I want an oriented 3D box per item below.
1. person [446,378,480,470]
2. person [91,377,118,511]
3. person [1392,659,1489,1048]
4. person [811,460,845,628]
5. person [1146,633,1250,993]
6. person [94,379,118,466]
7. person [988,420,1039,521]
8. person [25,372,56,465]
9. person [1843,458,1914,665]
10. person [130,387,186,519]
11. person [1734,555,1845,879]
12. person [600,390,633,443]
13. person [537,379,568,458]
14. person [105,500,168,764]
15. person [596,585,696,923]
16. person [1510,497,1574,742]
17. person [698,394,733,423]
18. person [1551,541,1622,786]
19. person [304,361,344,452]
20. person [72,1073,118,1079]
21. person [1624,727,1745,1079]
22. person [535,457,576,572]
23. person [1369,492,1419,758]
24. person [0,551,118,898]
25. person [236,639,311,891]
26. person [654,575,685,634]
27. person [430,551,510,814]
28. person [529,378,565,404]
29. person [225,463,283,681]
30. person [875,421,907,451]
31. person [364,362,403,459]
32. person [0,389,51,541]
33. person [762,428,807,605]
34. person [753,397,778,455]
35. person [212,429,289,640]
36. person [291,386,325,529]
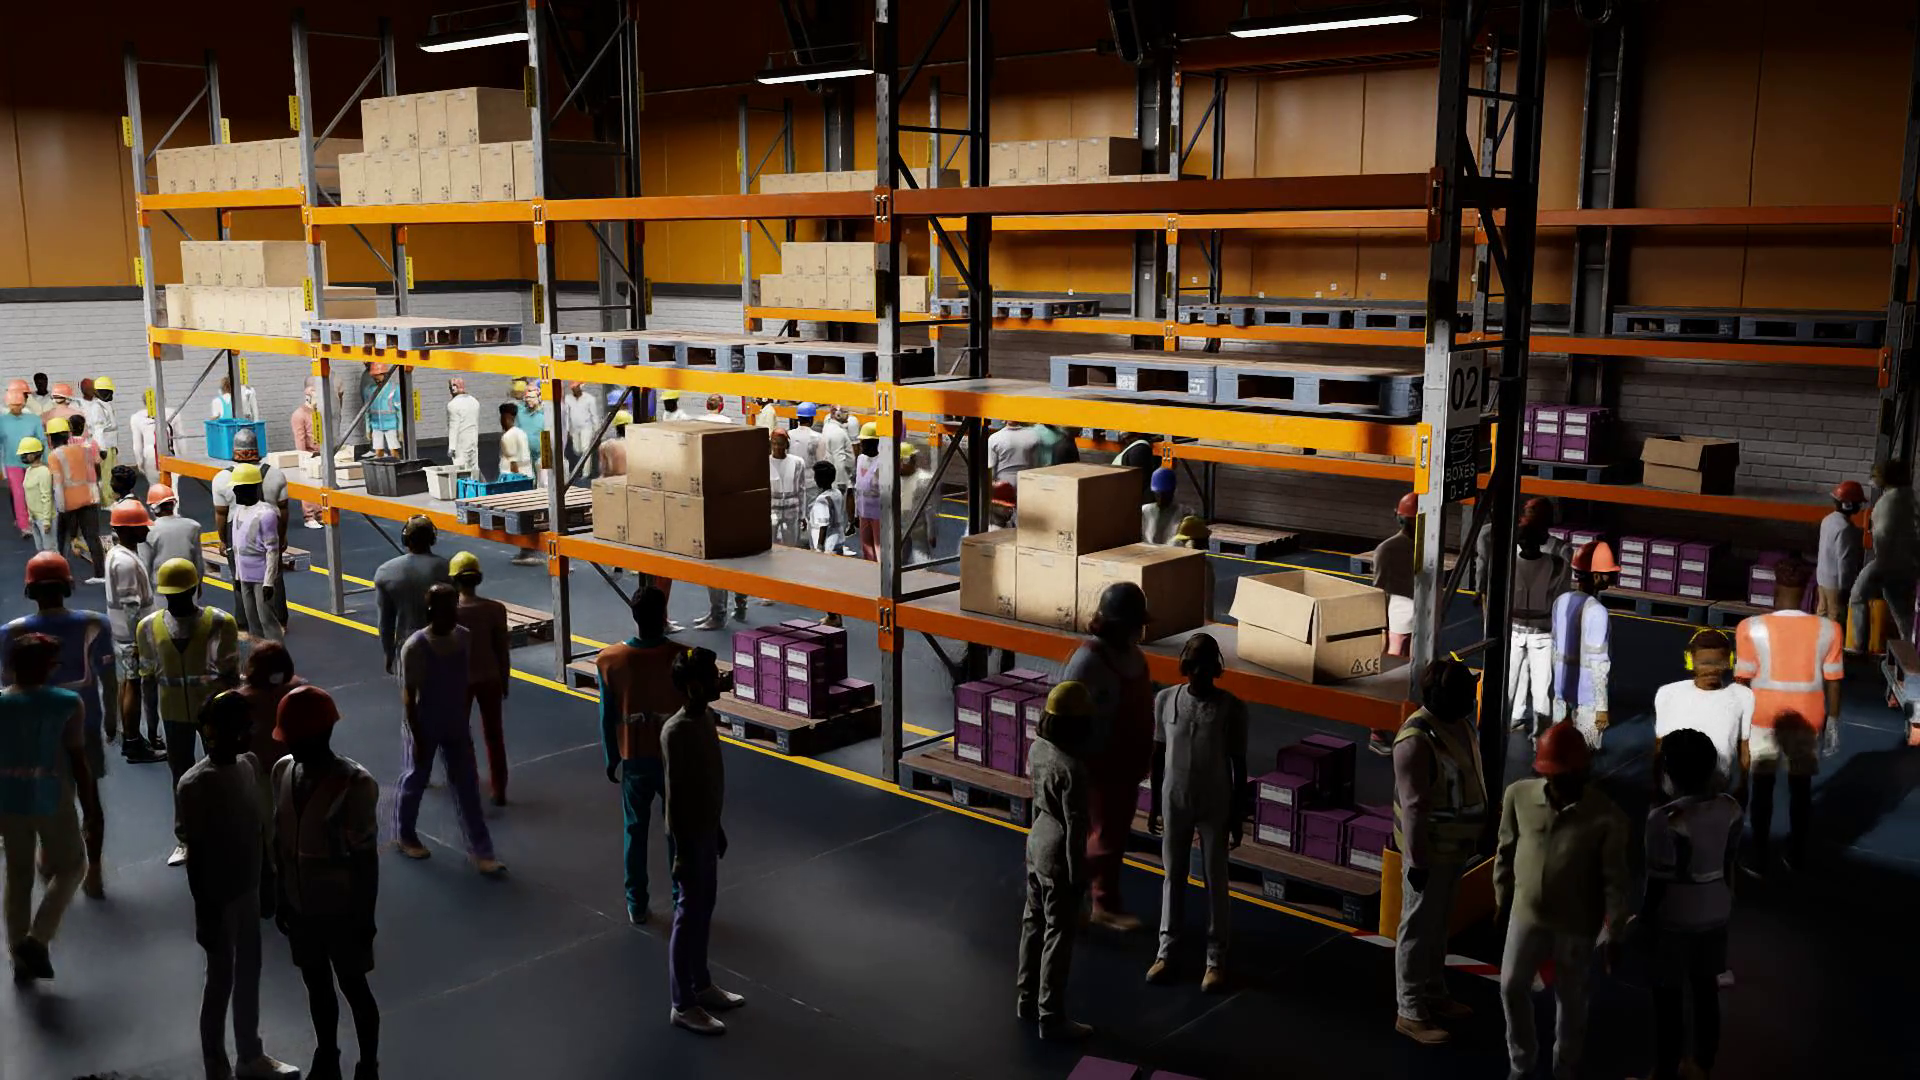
[{"bbox_3d":[-7.160,-1.380,23.891,0.401,1.903,0.643,3,11,18],"label":"person"},{"bbox_3d":[-12.174,-1.373,23.771,0.371,1.925,0.595,-2,10,-12],"label":"person"},{"bbox_3d":[2.296,1.467,7.960,0.429,1.844,0.626,7,12,35],"label":"person"},{"bbox_3d":[-1.300,0.058,16.338,0.318,1.697,0.533,2,10,12],"label":"person"},{"bbox_3d":[1.199,1.375,8.466,0.512,1.846,0.340,4,11,24],"label":"person"},{"bbox_3d":[-13.236,-1.614,25.679,0.484,1.738,0.321,10,14,43],"label":"person"},{"bbox_3d":[0.611,-0.637,19.676,0.643,1.908,0.408,-3,10,-16],"label":"person"},{"bbox_3d":[-13.607,-1.542,24.779,0.592,1.911,0.392,-5,11,-25],"label":"person"},{"bbox_3d":[8.222,0.218,14.866,0.819,1.895,0.677,9,13,40],"label":"person"},{"bbox_3d":[-10.745,-1.092,22.333,0.646,1.898,0.934,-4,11,-22],"label":"person"},{"bbox_3d":[4.938,1.056,9.974,0.612,1.962,0.423,2,10,13],"label":"person"},{"bbox_3d":[-4.431,-1.030,21.897,0.616,1.912,0.948,3,10,14],"label":"person"},{"bbox_3d":[-5.747,-1.294,23.269,0.404,1.945,0.615,7,12,33],"label":"person"},{"bbox_3d":[-6.043,0.666,12.219,0.373,1.934,0.551,-6,12,-31],"label":"person"},{"bbox_3d":[-1.704,1.196,9.269,0.591,1.922,0.392,0,10,0],"label":"person"},{"bbox_3d":[4.405,0.599,12.763,0.338,1.880,0.580,-7,12,-33],"label":"person"},{"bbox_3d":[-3.233,-1.003,21.952,0.560,1.836,0.394,4,11,24],"label":"person"},{"bbox_3d":[3.956,0.962,10.540,0.360,1.939,0.543,-2,10,-10],"label":"person"},{"bbox_3d":[-10.616,-2.119,27.672,0.536,2.000,0.682,7,12,34],"label":"person"},{"bbox_3d":[-1.906,2.150,3.890,0.985,1.926,0.601,-7,12,-34],"label":"person"},{"bbox_3d":[3.177,1.656,7.308,0.531,1.693,0.320,-5,11,-26],"label":"person"},{"bbox_3d":[-4.674,-0.402,19.171,0.533,1.609,0.370,5,11,24],"label":"person"},{"bbox_3d":[3.319,0.621,12.346,0.621,1.985,0.408,-6,12,-30],"label":"person"},{"bbox_3d":[-5.298,1.065,9.800,0.621,2.000,0.986,-8,13,-37],"label":"person"},{"bbox_3d":[-3.801,1.340,9.320,0.516,1.610,0.669,-9,14,-42],"label":"person"},{"bbox_3d":[-2.923,-0.026,16.230,0.399,1.908,0.599,-6,12,-30],"label":"person"},{"bbox_3d":[-3.265,0.955,11.155,0.519,1.764,0.429,-6,12,-33],"label":"person"},{"bbox_3d":[-6.712,-1.956,27.037,0.634,1.939,0.367,-8,13,-40],"label":"person"},{"bbox_3d":[-6.079,0.296,14.337,0.588,1.927,0.365,8,13,38],"label":"person"},{"bbox_3d":[-0.872,-0.915,21.209,0.548,1.925,0.392,-9,14,-43],"label":"person"},{"bbox_3d":[-8.845,-1.733,25.534,0.606,2.035,0.410,1,10,5],"label":"person"},{"bbox_3d":[-12.107,-0.975,21.496,0.625,1.942,1.016,-8,13,-39],"label":"person"},{"bbox_3d":[-1.899,-0.250,17.548,0.584,1.881,0.337,-4,11,-20],"label":"person"},{"bbox_3d":[-2.864,-1.403,24.482,0.354,1.737,0.575,-3,10,-16],"label":"person"},{"bbox_3d":[-6.835,-0.061,16.037,0.683,2.000,0.538,-7,12,-35],"label":"person"},{"bbox_3d":[-8.663,-1.113,22.371,0.408,1.906,0.638,2,10,13],"label":"person"}]
